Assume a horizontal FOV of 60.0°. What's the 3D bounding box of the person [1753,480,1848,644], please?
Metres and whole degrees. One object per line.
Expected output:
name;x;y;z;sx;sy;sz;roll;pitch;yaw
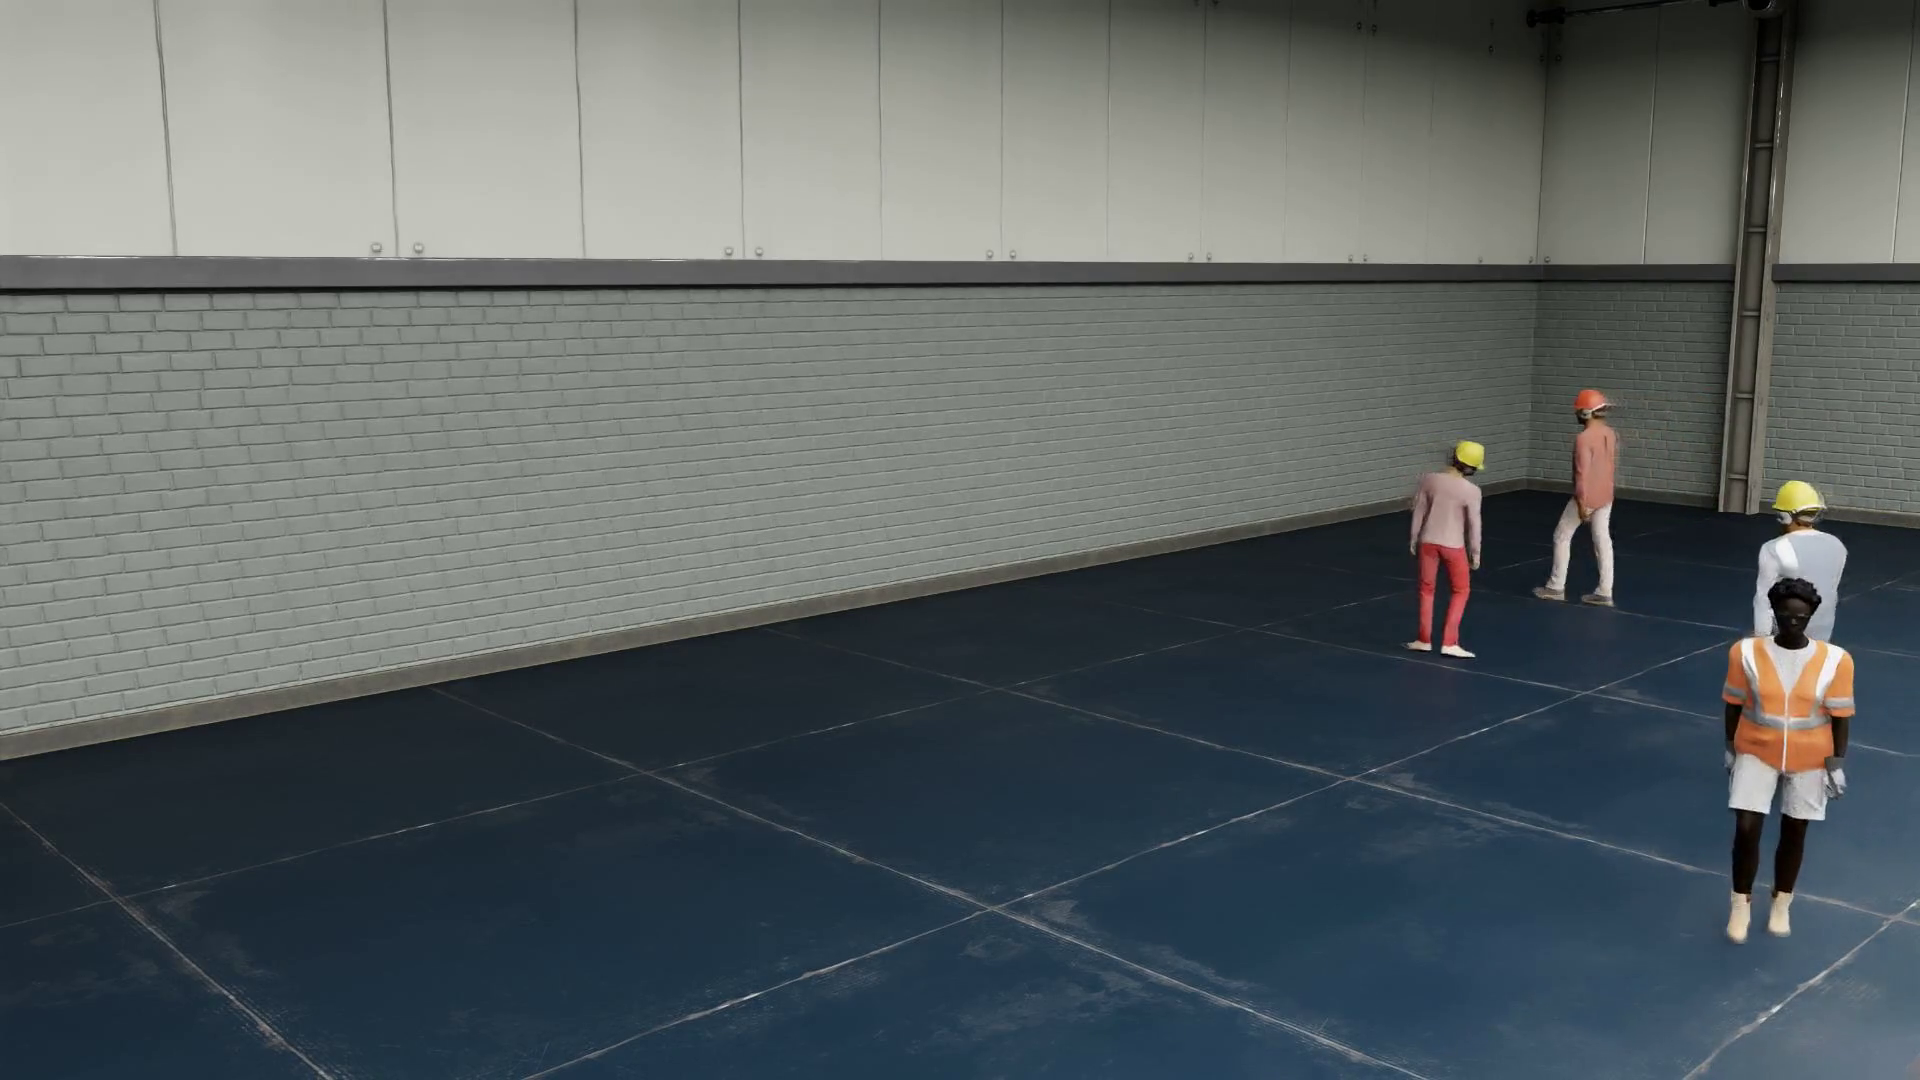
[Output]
person;4.912;0.557;9.831;0.592;1.818;0.420;-2;9;-12

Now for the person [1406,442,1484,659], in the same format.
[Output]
person;3.828;0.068;13.168;0.638;1.718;0.321;8;12;41

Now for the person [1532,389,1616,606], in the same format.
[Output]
person;5.684;-0.396;15.268;0.621;1.963;0.843;-6;11;-35

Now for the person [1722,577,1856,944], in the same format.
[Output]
person;3.696;1.000;7.465;0.541;1.677;0.570;4;10;24
